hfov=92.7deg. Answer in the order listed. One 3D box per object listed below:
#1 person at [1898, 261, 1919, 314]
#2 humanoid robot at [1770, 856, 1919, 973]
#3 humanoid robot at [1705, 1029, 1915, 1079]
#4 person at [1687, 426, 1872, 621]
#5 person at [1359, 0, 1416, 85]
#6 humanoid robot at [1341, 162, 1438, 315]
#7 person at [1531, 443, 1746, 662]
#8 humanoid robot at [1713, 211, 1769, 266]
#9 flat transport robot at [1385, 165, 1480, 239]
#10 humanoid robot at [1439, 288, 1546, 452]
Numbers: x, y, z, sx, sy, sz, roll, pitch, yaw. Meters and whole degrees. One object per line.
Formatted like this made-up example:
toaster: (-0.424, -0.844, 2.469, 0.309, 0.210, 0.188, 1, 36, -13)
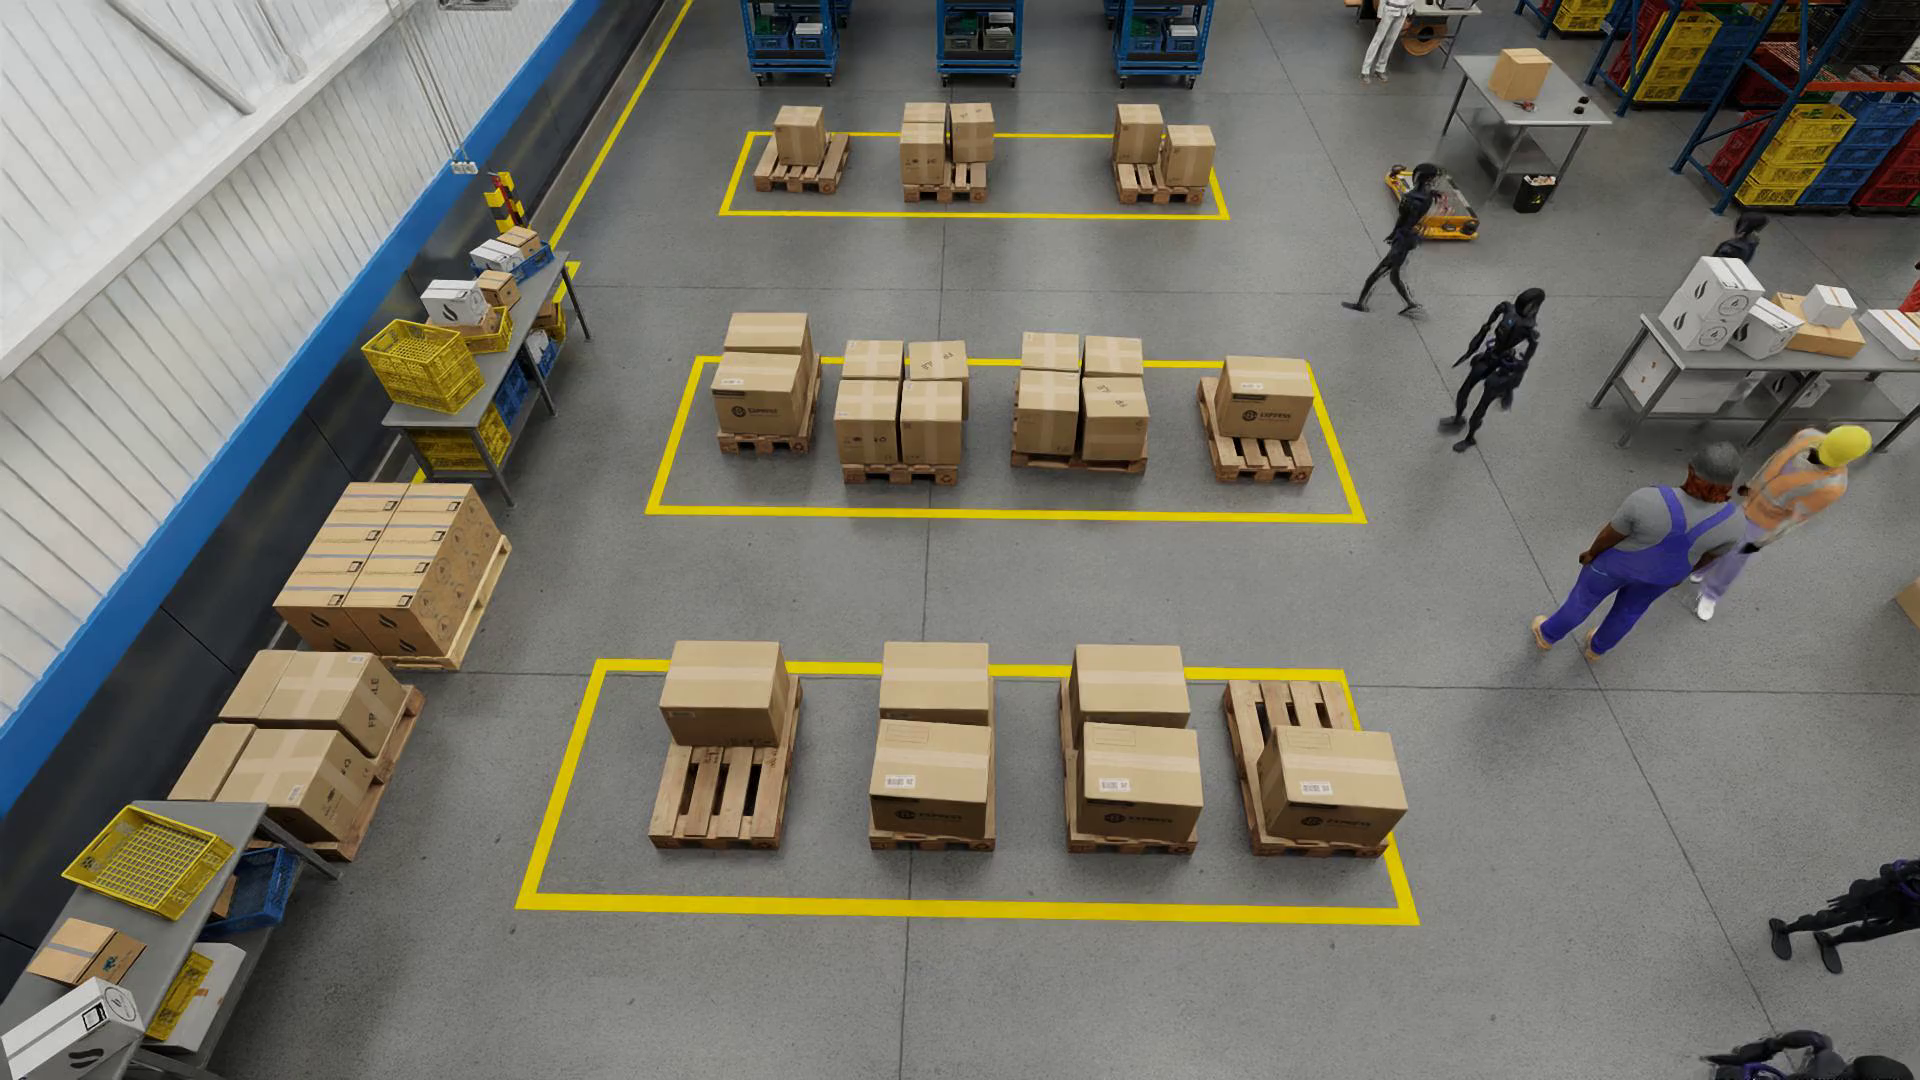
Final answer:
person: (9.544, -2.702, 8.738, 0.610, 1.985, 0.389, 3, 49, 2)
humanoid robot: (5.112, 1.953, 4.908, 0.582, 1.651, 0.333, 12, 50, 10)
humanoid robot: (3.704, 2.689, 4.281, 0.619, 1.644, 0.585, 10, 50, 9)
person: (5.831, -0.229, 6.672, 0.381, 1.875, 0.725, 9, 50, 8)
person: (6.133, -7.435, 12.902, 0.583, 1.879, 0.337, -12, 50, -10)
humanoid robot: (4.491, -2.994, 9.213, 0.698, 1.630, 0.577, 20, 52, 16)
person: (4.640, 0.100, 6.276, 0.682, 2.000, 0.539, 15, 51, 13)
humanoid robot: (7.023, -2.286, 8.578, 0.667, 1.652, 0.326, -22, 53, -18)
flat transport robot: (5.692, -4.094, 11.059, 0.652, 0.197, 1.431, 1, 49, 1)
humanoid robot: (4.611, -1.452, 7.858, 0.449, 1.642, 0.628, -13, 50, -11)
